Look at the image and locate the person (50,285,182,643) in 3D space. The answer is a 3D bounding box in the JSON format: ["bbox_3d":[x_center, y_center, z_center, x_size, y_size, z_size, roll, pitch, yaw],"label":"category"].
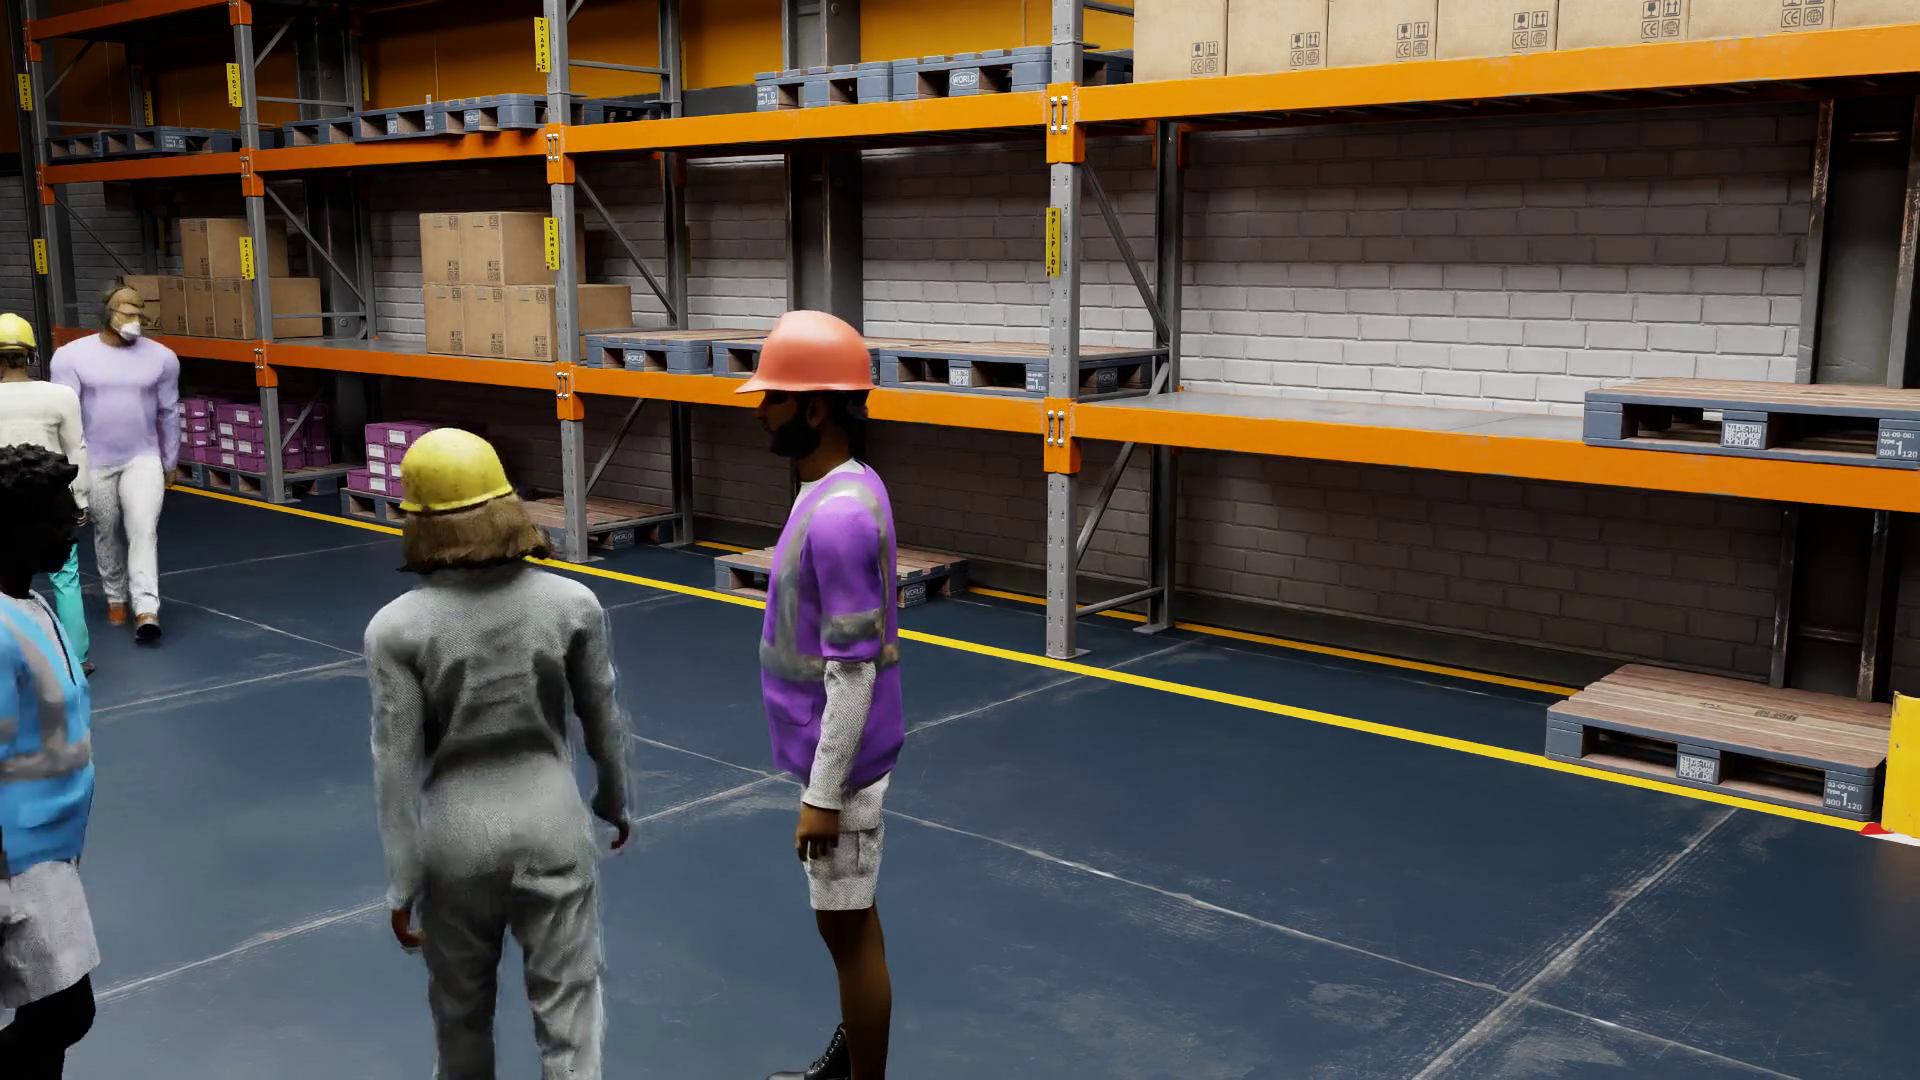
[{"bbox_3d":[-4.467,-0.405,8.859,0.655,1.869,1.066,-5,11,-27],"label":"person"}]

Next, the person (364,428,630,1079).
[{"bbox_3d":[-0.956,0.617,3.531,0.571,1.704,0.847,-5,11,-25],"label":"person"}]

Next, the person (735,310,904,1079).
[{"bbox_3d":[-0.307,0.462,3.741,0.361,1.940,0.543,-1,10,-4],"label":"person"}]

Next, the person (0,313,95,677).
[{"bbox_3d":[-4.425,-0.184,7.904,0.525,1.772,0.305,-6,12,-31],"label":"person"}]

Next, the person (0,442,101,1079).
[{"bbox_3d":[-1.980,0.643,3.434,0.432,1.677,0.553,-3,11,-19],"label":"person"}]
